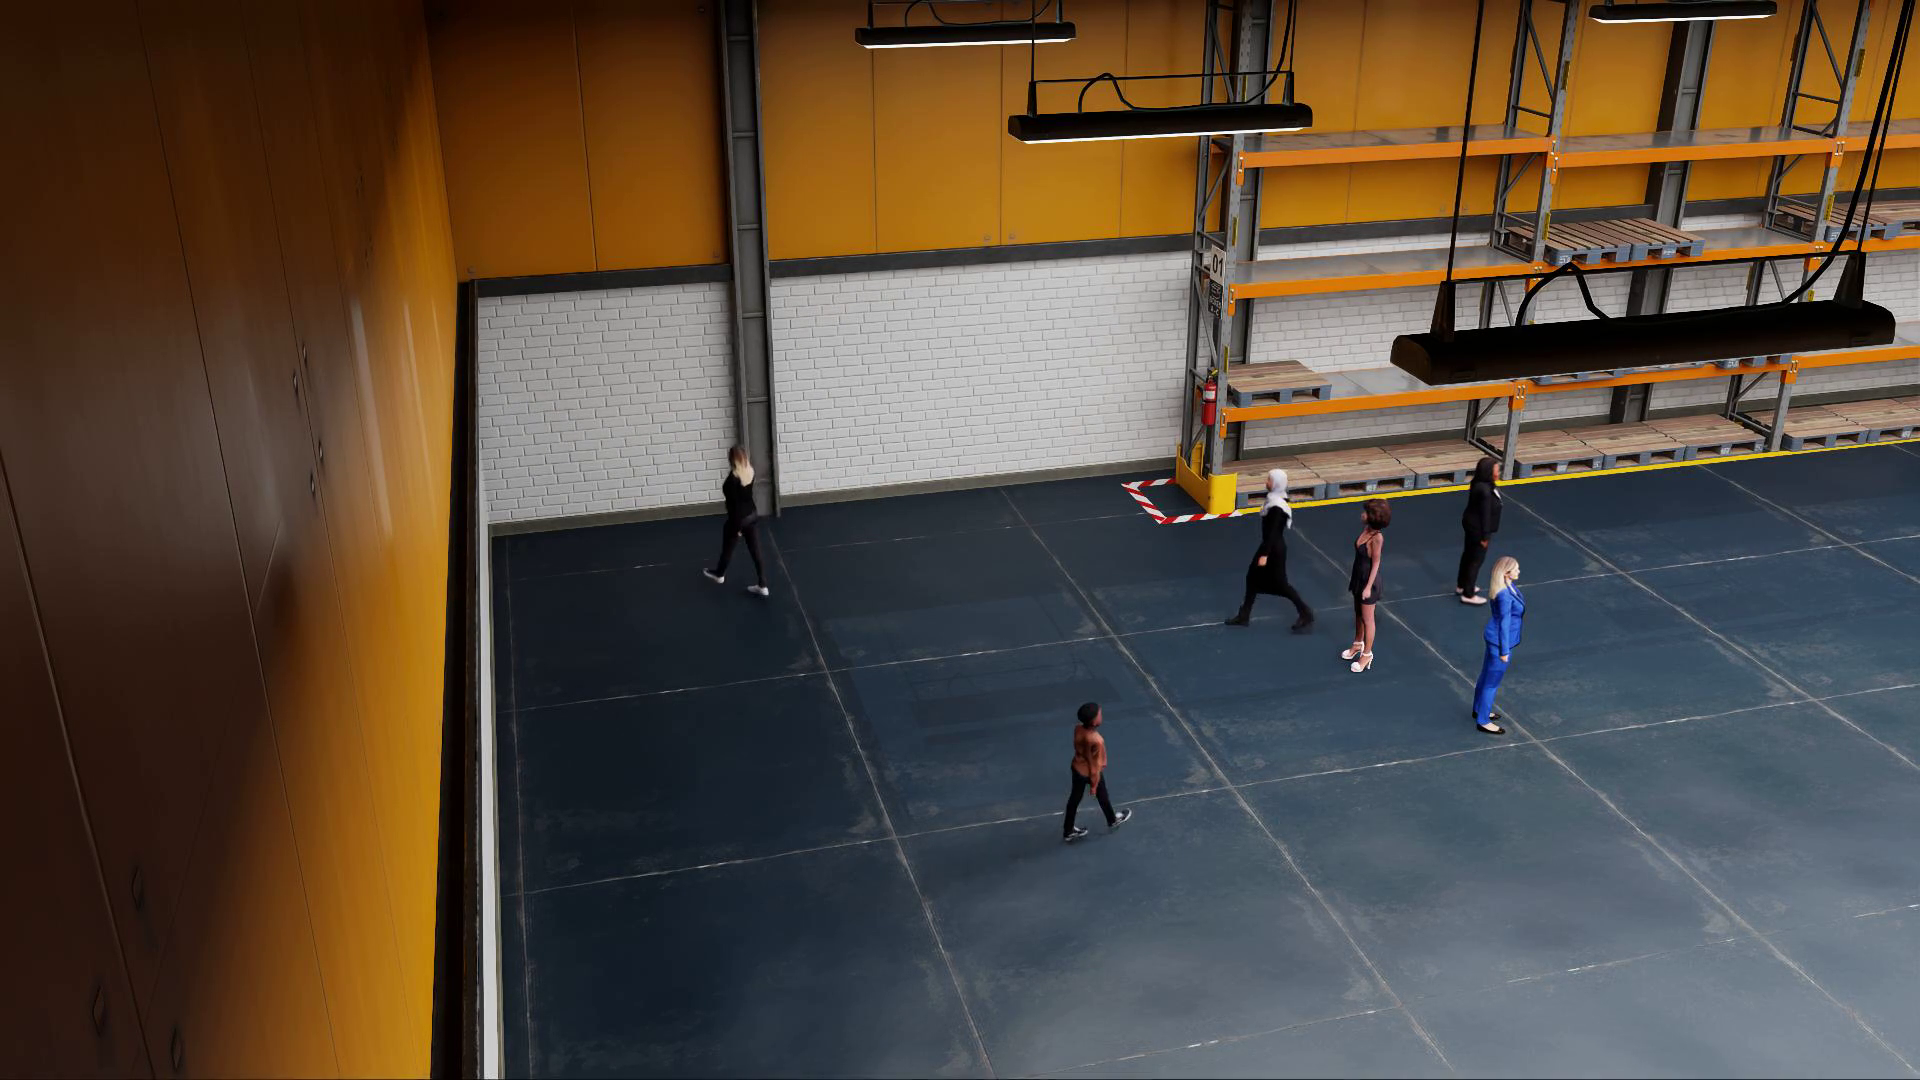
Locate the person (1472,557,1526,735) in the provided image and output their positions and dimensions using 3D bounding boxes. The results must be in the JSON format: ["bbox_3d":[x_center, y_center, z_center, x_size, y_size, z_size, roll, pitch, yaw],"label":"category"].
[{"bbox_3d":[4.881,0.929,15.109,0.693,1.701,0.706,4,24,8],"label":"person"}]

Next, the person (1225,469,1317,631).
[{"bbox_3d":[3.265,0.154,16.836,1.212,1.737,0.817,0,24,-1],"label":"person"}]

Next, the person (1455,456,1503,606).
[{"bbox_3d":[5.484,-0.121,17.616,0.722,1.616,0.732,1,24,2],"label":"person"}]

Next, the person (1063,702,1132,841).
[{"bbox_3d":[0.975,1.895,13.486,0.896,1.231,0.686,-15,28,-31],"label":"person"}]

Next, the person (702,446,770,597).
[{"bbox_3d":[-2.228,-0.167,17.683,1.129,1.648,1.070,13,27,27],"label":"person"}]

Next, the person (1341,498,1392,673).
[{"bbox_3d":[3.953,0.421,16.163,0.579,1.787,0.583,-2,24,-5],"label":"person"}]
